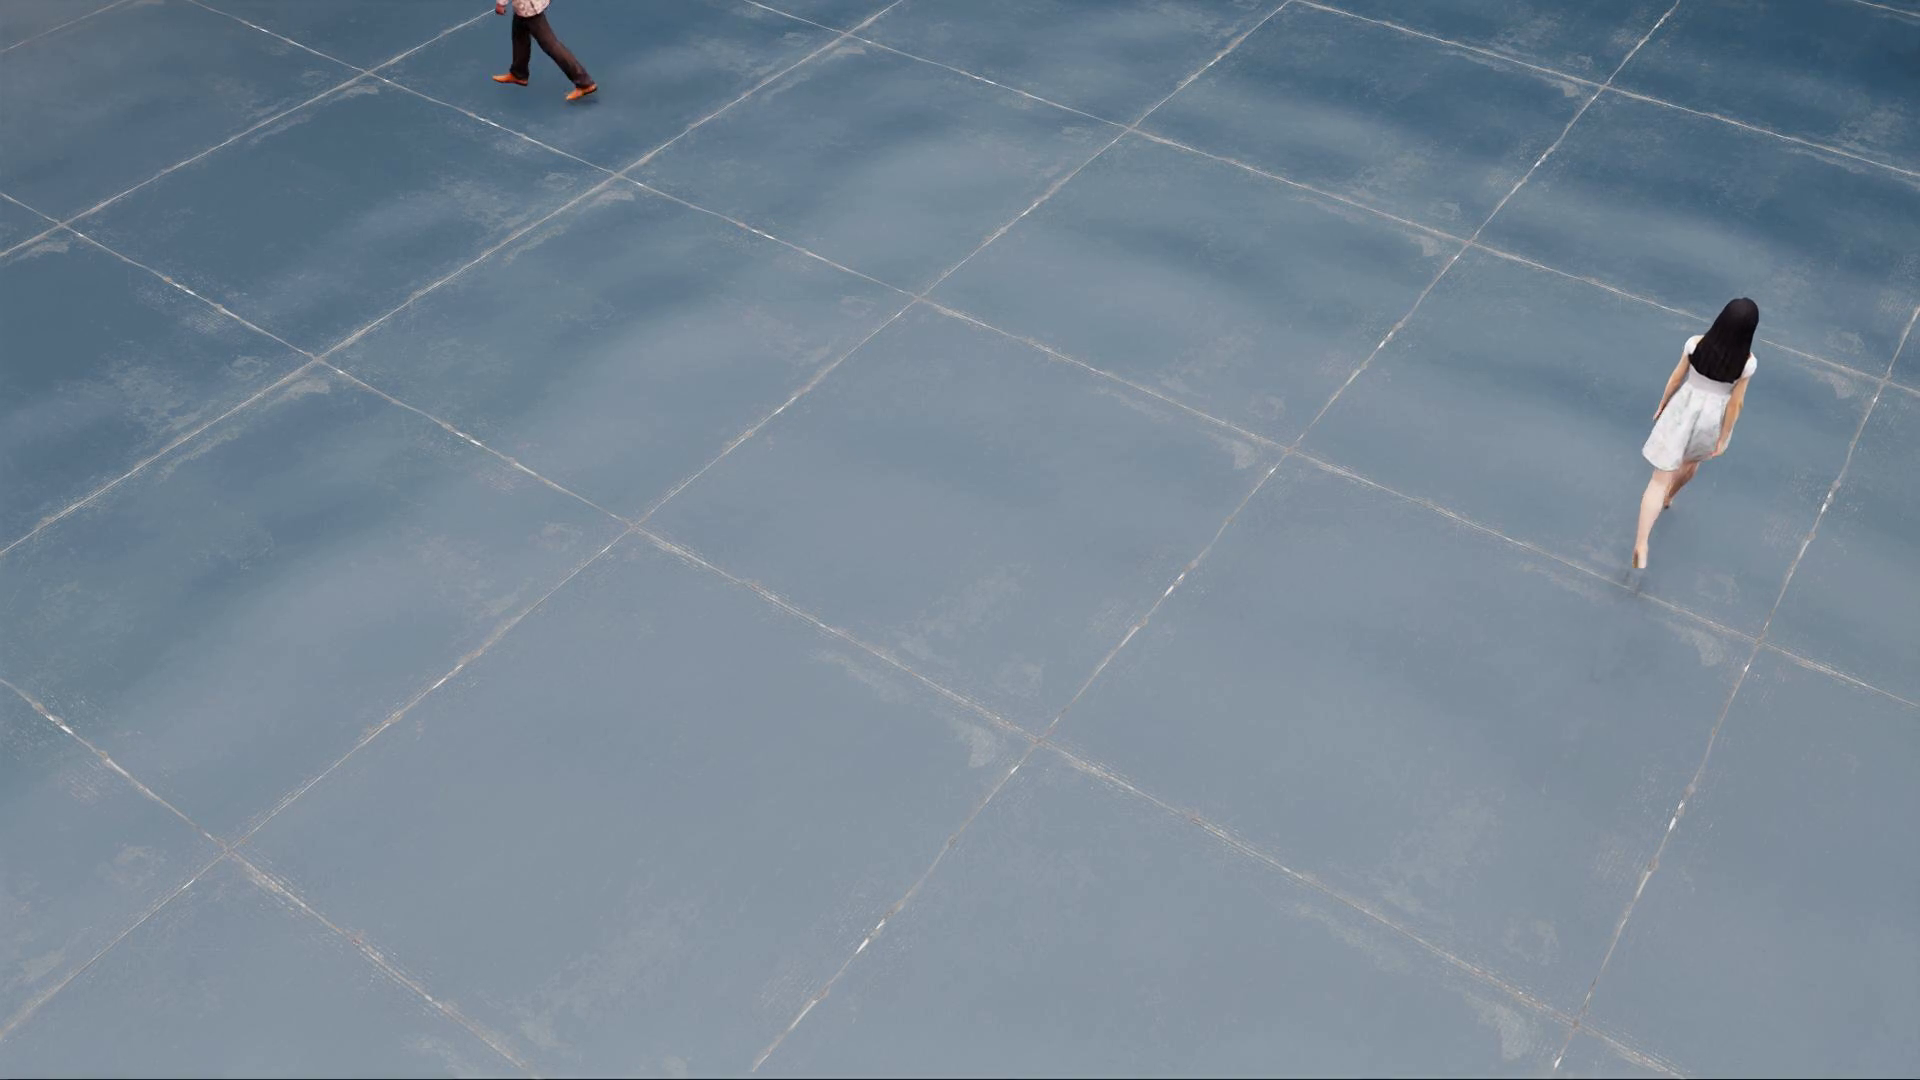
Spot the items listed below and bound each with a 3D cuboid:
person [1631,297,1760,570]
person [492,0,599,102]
[{"bbox_3d":[4.184,-0.588,9.579,1.104,1.730,0.688,22,47,22],"label":"person"},{"bbox_3d":[-3.461,-4.448,13.680,1.317,1.775,1.051,5,43,6],"label":"person"}]
